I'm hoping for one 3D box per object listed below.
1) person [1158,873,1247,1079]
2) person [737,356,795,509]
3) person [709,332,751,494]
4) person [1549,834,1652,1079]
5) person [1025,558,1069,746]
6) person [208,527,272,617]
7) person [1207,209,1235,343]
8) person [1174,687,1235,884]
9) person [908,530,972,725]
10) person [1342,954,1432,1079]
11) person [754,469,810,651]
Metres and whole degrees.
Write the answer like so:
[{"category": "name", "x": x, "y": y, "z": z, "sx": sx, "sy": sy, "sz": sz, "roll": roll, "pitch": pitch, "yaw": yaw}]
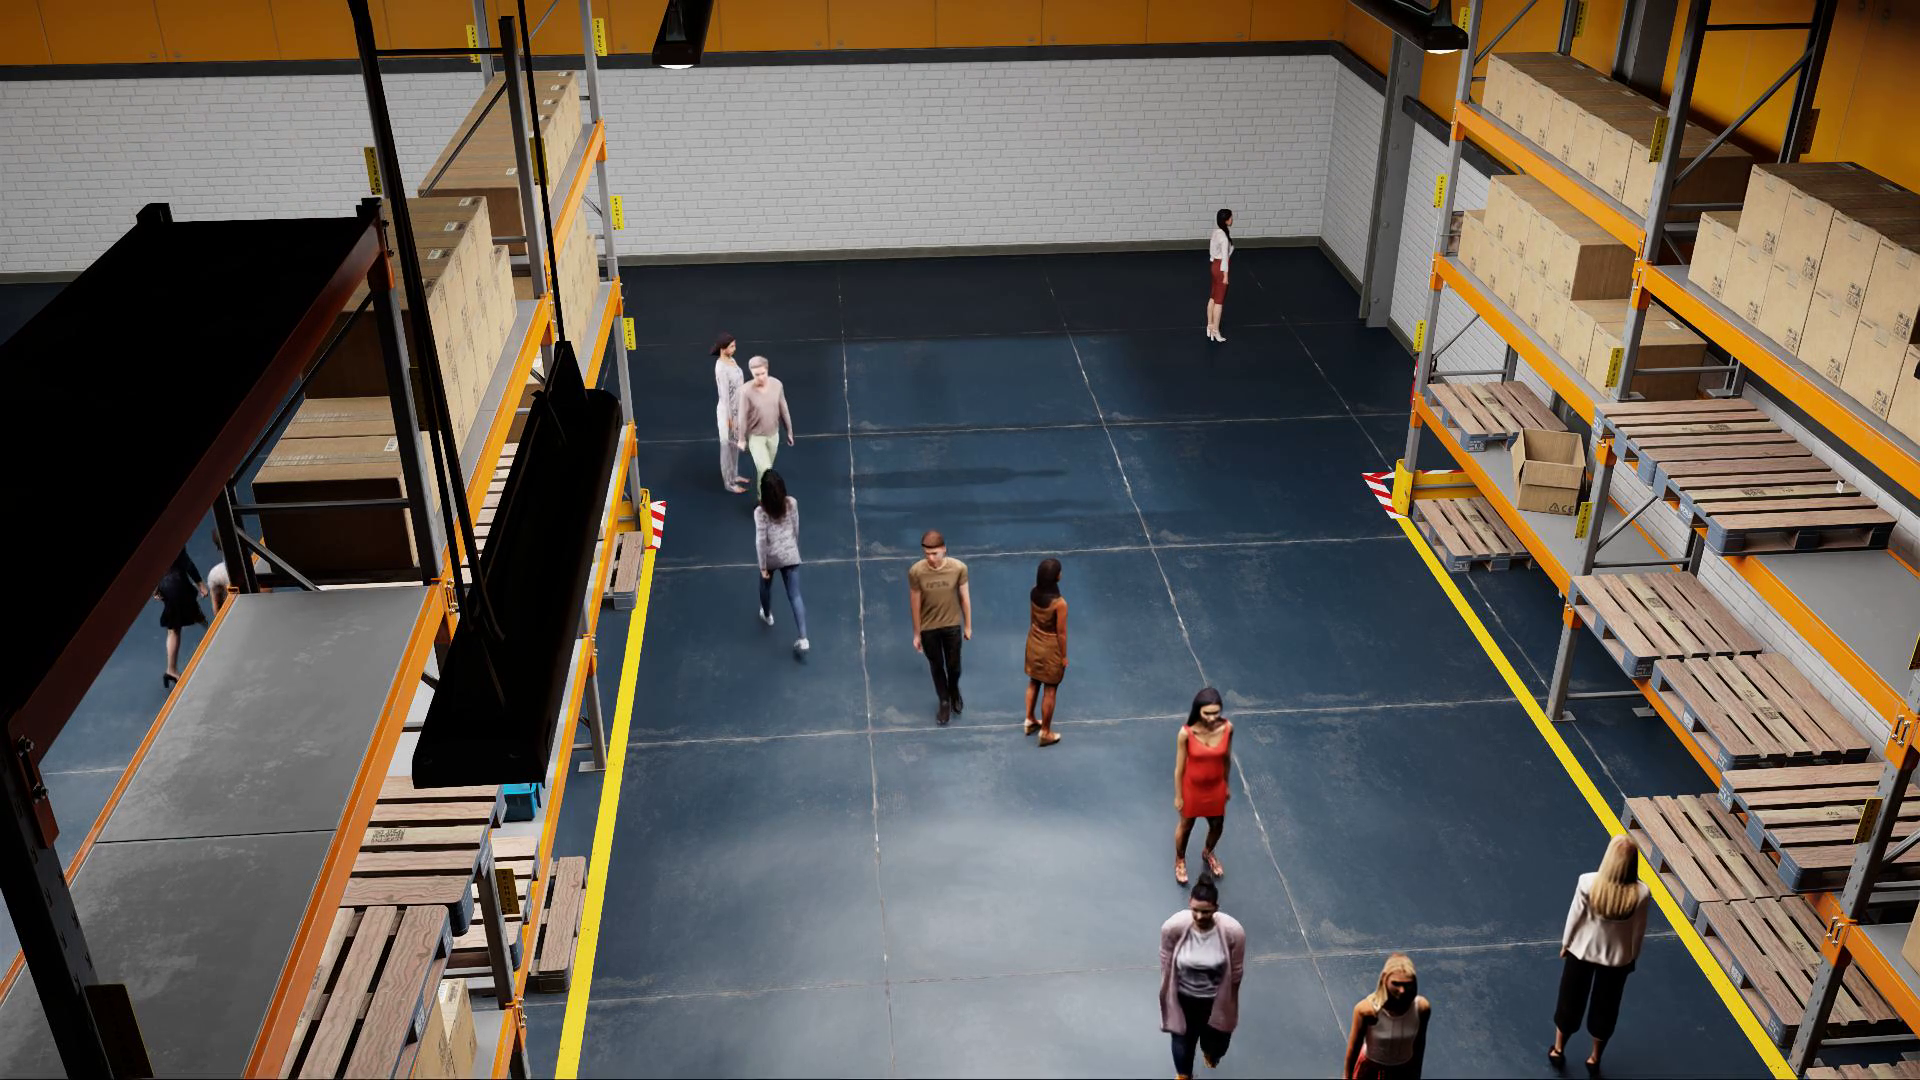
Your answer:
[{"category": "person", "x": 1.496, "y": 2.733, "z": 10.287, "sx": 0.814, "sy": 1.732, "sz": 0.896, "roll": 6, "pitch": 29, "yaw": 11}, {"category": "person", "x": -2.078, "y": -1.079, "z": 17.162, "sx": 0.993, "sy": 1.839, "sz": 1.113, "roll": -20, "pitch": 34, "yaw": -31}, {"category": "person", "x": -2.468, "y": -1.376, "z": 17.773, "sx": 0.688, "sy": 1.776, "sz": 0.545, "roll": 3, "pitch": 29, "yaw": 6}, {"category": "person", "x": 3.991, "y": 2.609, "z": 10.383, "sx": 0.674, "sy": 1.858, "sz": 0.644, "roll": 7, "pitch": 29, "yaw": 13}, {"category": "person", "x": 0.709, "y": 0.909, "z": 13.680, "sx": 0.705, "sy": 1.684, "sz": 0.613, "roll": -20, "pitch": 35, "yaw": -33}, {"category": "person", "x": -5.986, "y": 0.709, "z": 14.046, "sx": 0.950, "sy": 1.685, "sz": 1.130, "roll": -19, "pitch": 34, "yaw": -30}, {"category": "person", "x": 3.382, "y": -3.448, "z": 21.599, "sx": 0.676, "sy": 1.750, "sz": 0.467, "roll": -5, "pitch": 29, "yaw": -9}, {"category": "person", "x": 1.754, "y": 1.775, "z": 12.075, "sx": 0.644, "sy": 1.702, "sz": 0.634, "roll": -7, "pitch": 29, "yaw": -13}, {"category": "person", "x": -0.178, "y": 0.681, "z": 13.946, "sx": 0.694, "sy": 1.829, "sz": 0.696, "roll": -2, "pitch": 29, "yaw": -3}, {"category": "person", "x": 2.425, "y": 3.081, "z": 9.576, "sx": 0.624, "sy": 1.801, "sz": 0.562, "roll": -3, "pitch": 29, "yaw": -5}, {"category": "person", "x": -1.582, "y": 0.208, "z": 14.959, "sx": 0.873, "sy": 1.690, "sz": 1.255, "roll": -13, "pitch": 31, "yaw": -22}]
